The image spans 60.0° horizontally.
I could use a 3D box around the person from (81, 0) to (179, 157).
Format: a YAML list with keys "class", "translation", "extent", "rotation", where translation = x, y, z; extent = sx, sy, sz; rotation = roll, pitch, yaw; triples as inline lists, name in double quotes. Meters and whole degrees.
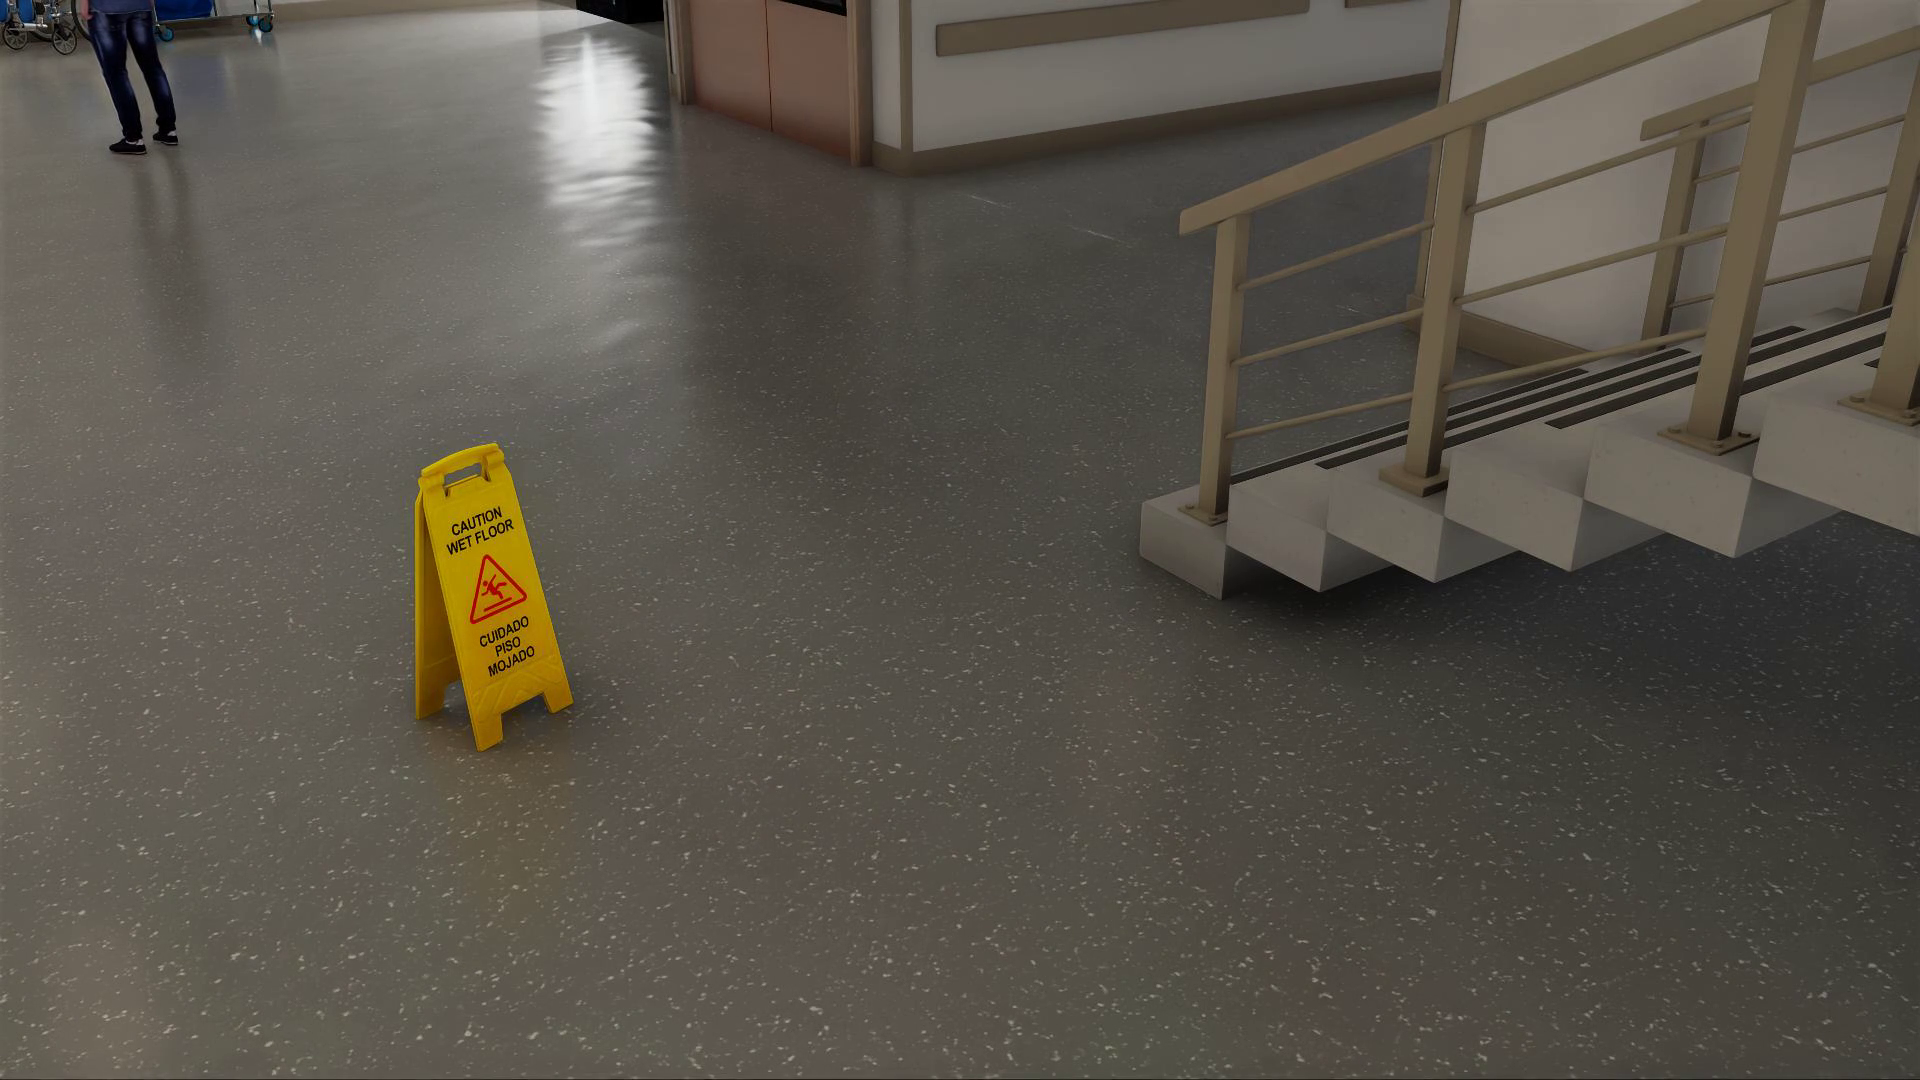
- class: "person"
  translation: [-5.402, -3.419, 10.669]
  extent: [0.766, 1.826, 0.795]
  rotation: [13, 29, 26]
